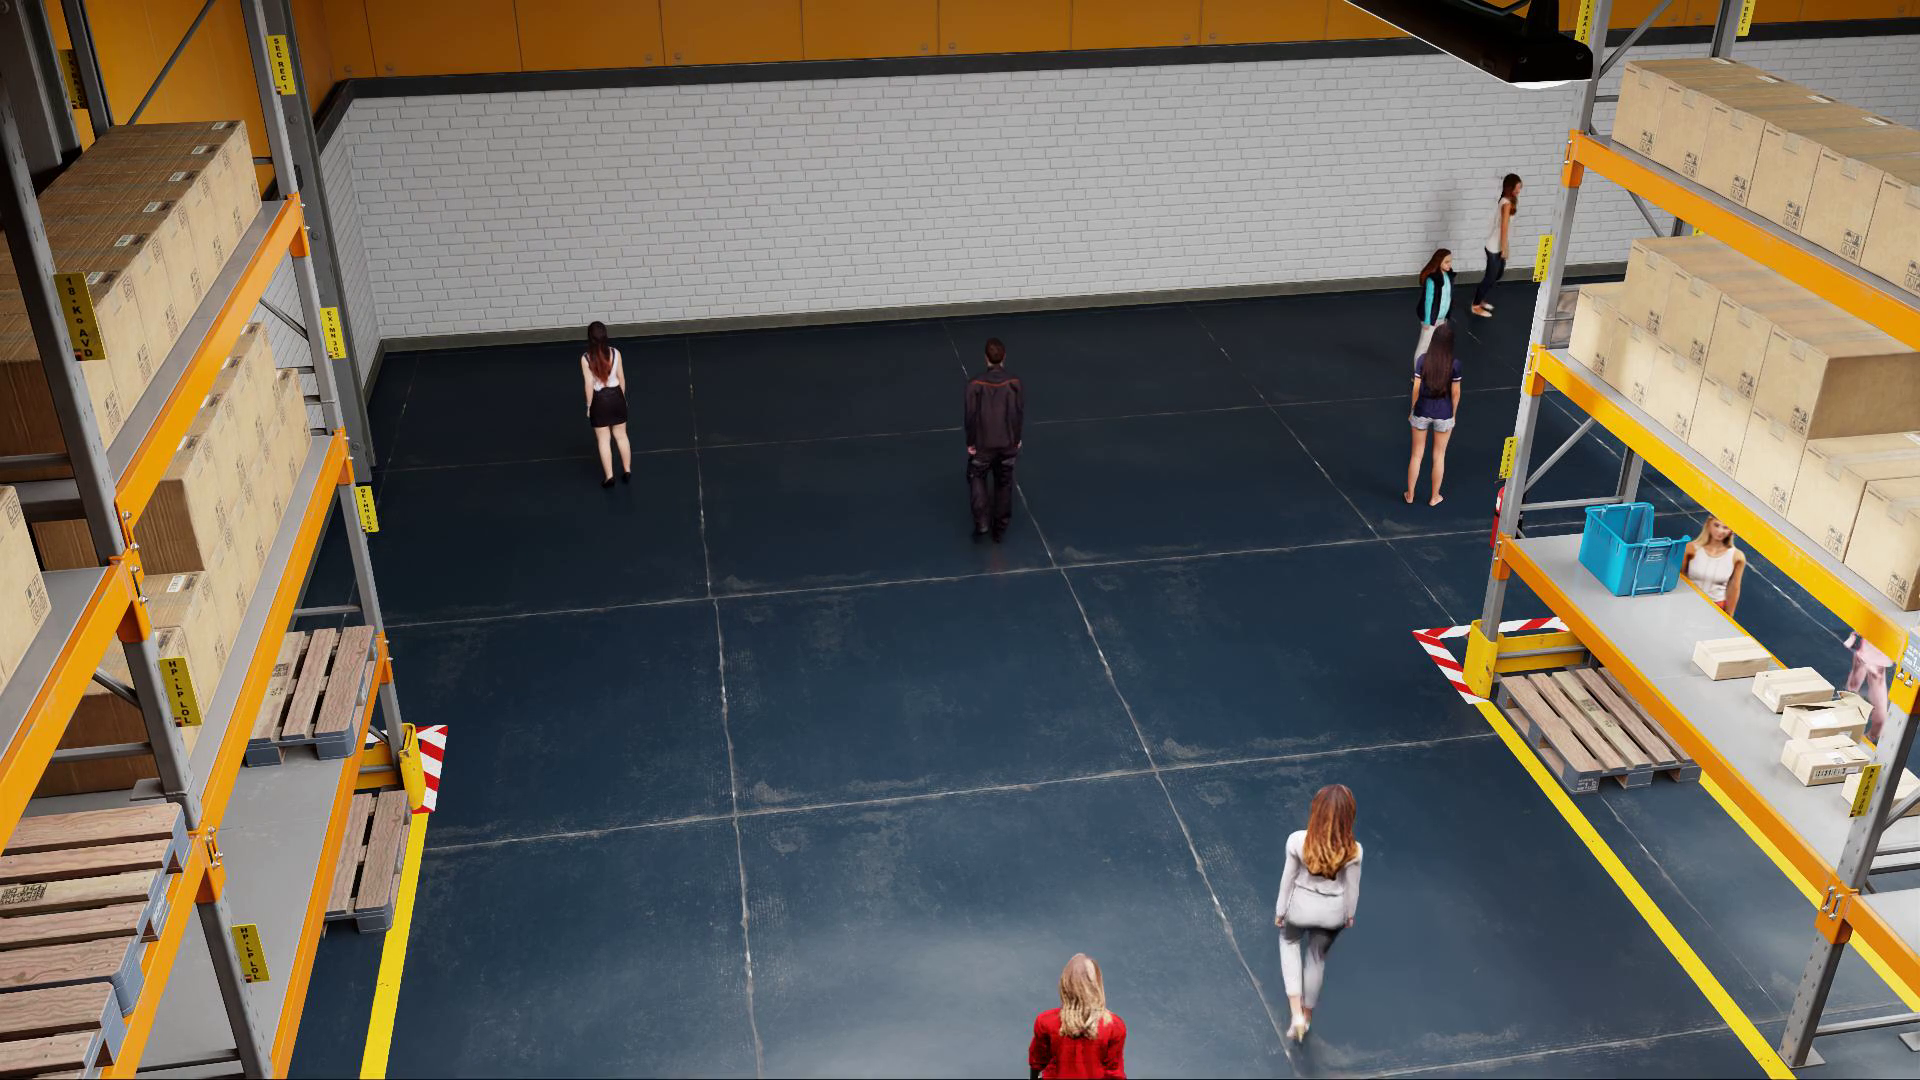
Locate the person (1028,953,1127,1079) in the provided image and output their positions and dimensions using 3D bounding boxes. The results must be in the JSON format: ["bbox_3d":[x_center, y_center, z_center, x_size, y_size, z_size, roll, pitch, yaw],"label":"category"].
[{"bbox_3d":[0.560,2.807,8.092,0.803,1.656,1.175,1,29,2],"label":"person"}]

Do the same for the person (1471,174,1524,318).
[{"bbox_3d":[6.228,-3.447,19.461,0.821,1.747,0.739,6,29,11],"label":"person"}]

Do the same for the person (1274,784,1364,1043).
[{"bbox_3d":[1.961,2.148,9.200,0.711,1.752,0.794,4,29,8],"label":"person"}]

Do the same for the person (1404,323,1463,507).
[{"bbox_3d":[4.324,-1.140,15.211,0.655,1.767,0.673,10,30,18],"label":"person"}]

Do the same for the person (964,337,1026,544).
[{"bbox_3d":[0.314,-0.807,14.463,0.734,1.899,0.798,-2,29,-3],"label":"person"}]

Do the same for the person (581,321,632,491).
[{"bbox_3d":[-3.310,-1.262,15.560,0.627,1.647,0.629,-18,33,-29],"label":"person"}]

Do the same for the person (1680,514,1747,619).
[{"bbox_3d":[5.359,0.552,12.075,0.724,1.800,0.756,11,30,19],"label":"person"}]

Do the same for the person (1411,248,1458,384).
[{"bbox_3d":[5.065,-2.408,17.815,0.681,1.500,0.723,-24,37,-37],"label":"person"}]
